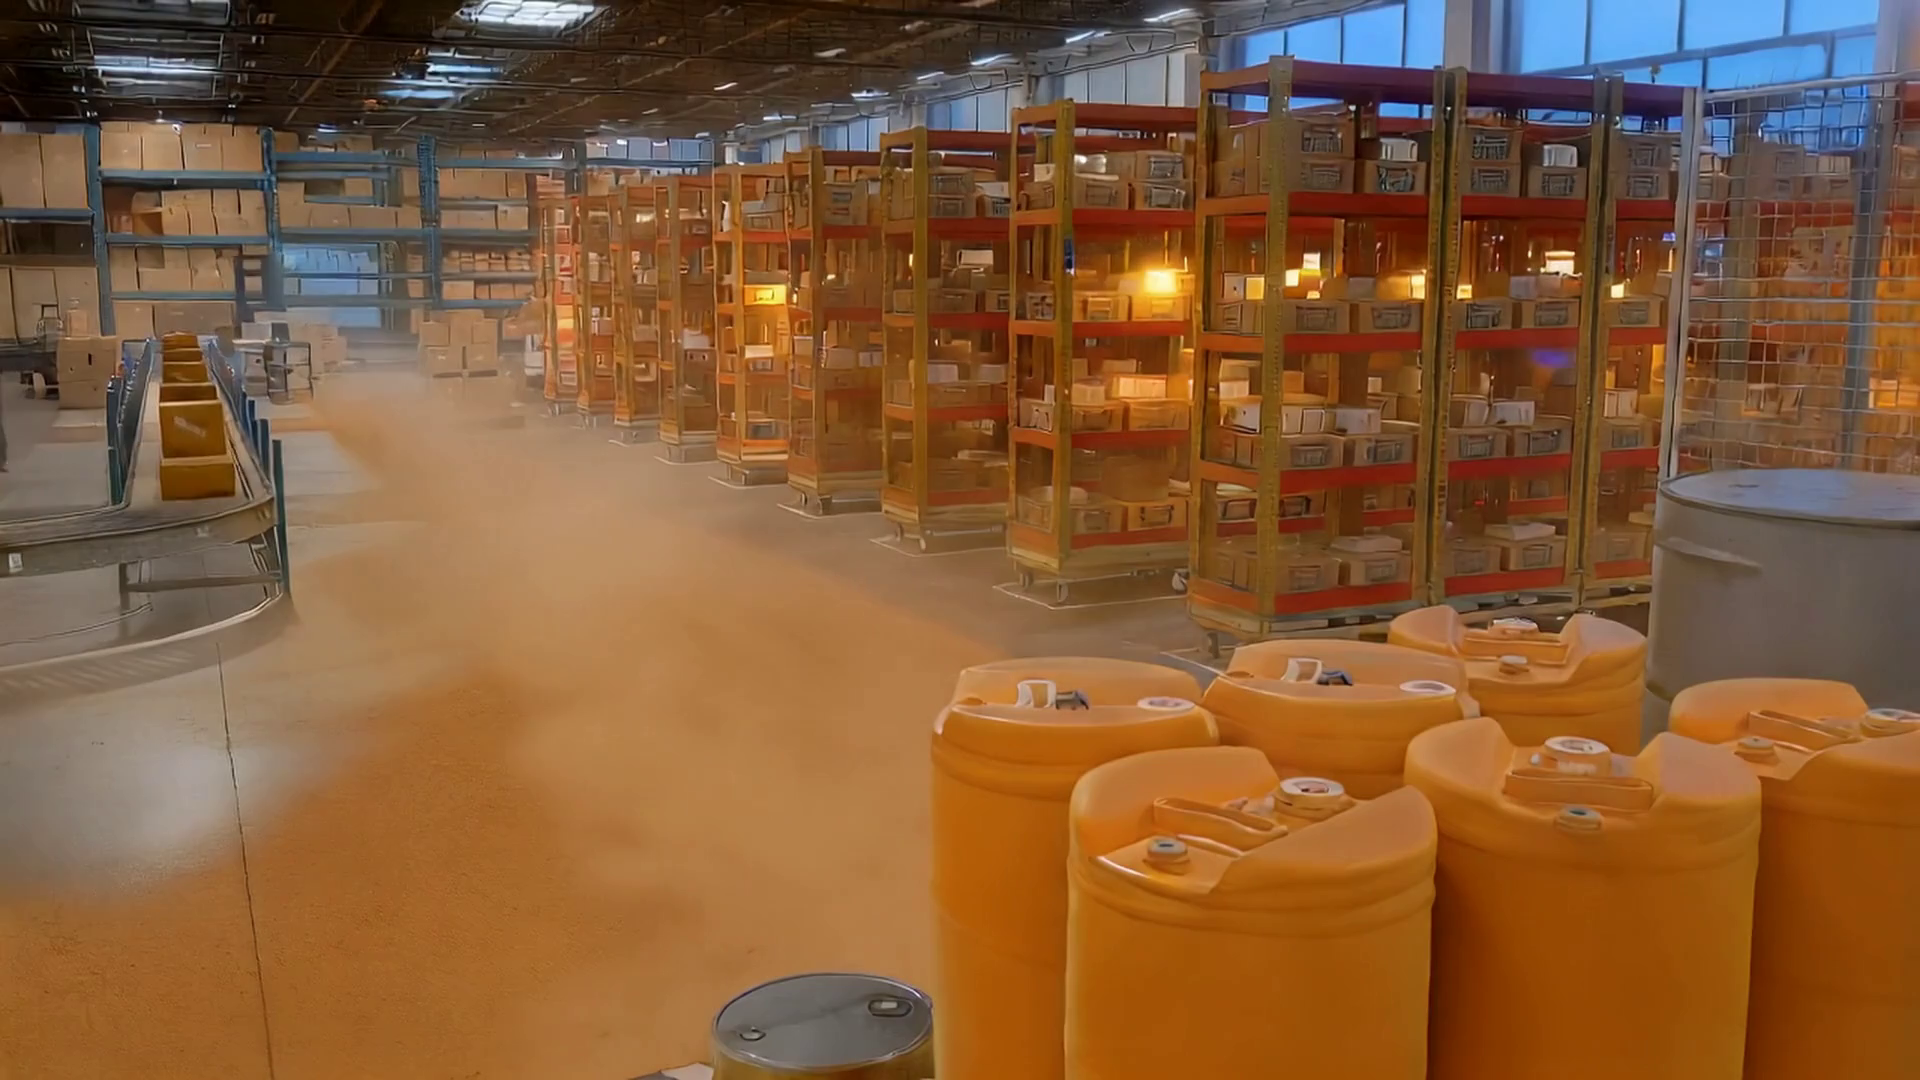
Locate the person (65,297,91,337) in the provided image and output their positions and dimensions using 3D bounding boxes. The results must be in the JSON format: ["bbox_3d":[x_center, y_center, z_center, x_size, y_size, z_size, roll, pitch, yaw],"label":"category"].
[{"bbox_3d":[-20.232,-4.646,38.156,0.404,1.832,0.589,5,10,29],"label":"person"}]

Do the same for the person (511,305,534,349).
[{"bbox_3d":[-13.434,-6.711,51.048,0.868,1.796,0.614,-5,11,-30],"label":"person"}]

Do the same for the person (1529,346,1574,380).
[{"bbox_3d":[6.591,-1.443,18.372,0.594,1.792,0.950,-3,10,-19],"label":"person"}]

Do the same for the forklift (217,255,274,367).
[{"bbox_3d":[-17.467,-5.658,41.194,1.873,2.768,1.129,6,11,33],"label":"forklift"}]

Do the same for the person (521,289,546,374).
[{"bbox_3d":[-10.098,-4.924,39.375,0.379,1.996,0.609,9,13,44],"label":"person"}]

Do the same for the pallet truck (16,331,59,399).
[{"bbox_3d":[-17.082,-3.353,31.781,1.630,1.274,0.653,-4,10,-25],"label":"pallet truck"}]

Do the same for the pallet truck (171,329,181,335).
[{"bbox_3d":[-17.275,-3.851,35.096,1.601,1.201,0.680,0,9,1],"label":"pallet truck"}]

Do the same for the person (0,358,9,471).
[{"bbox_3d":[-11.834,-1.690,20.175,0.509,1.718,0.923,-7,12,-38],"label":"person"}]
